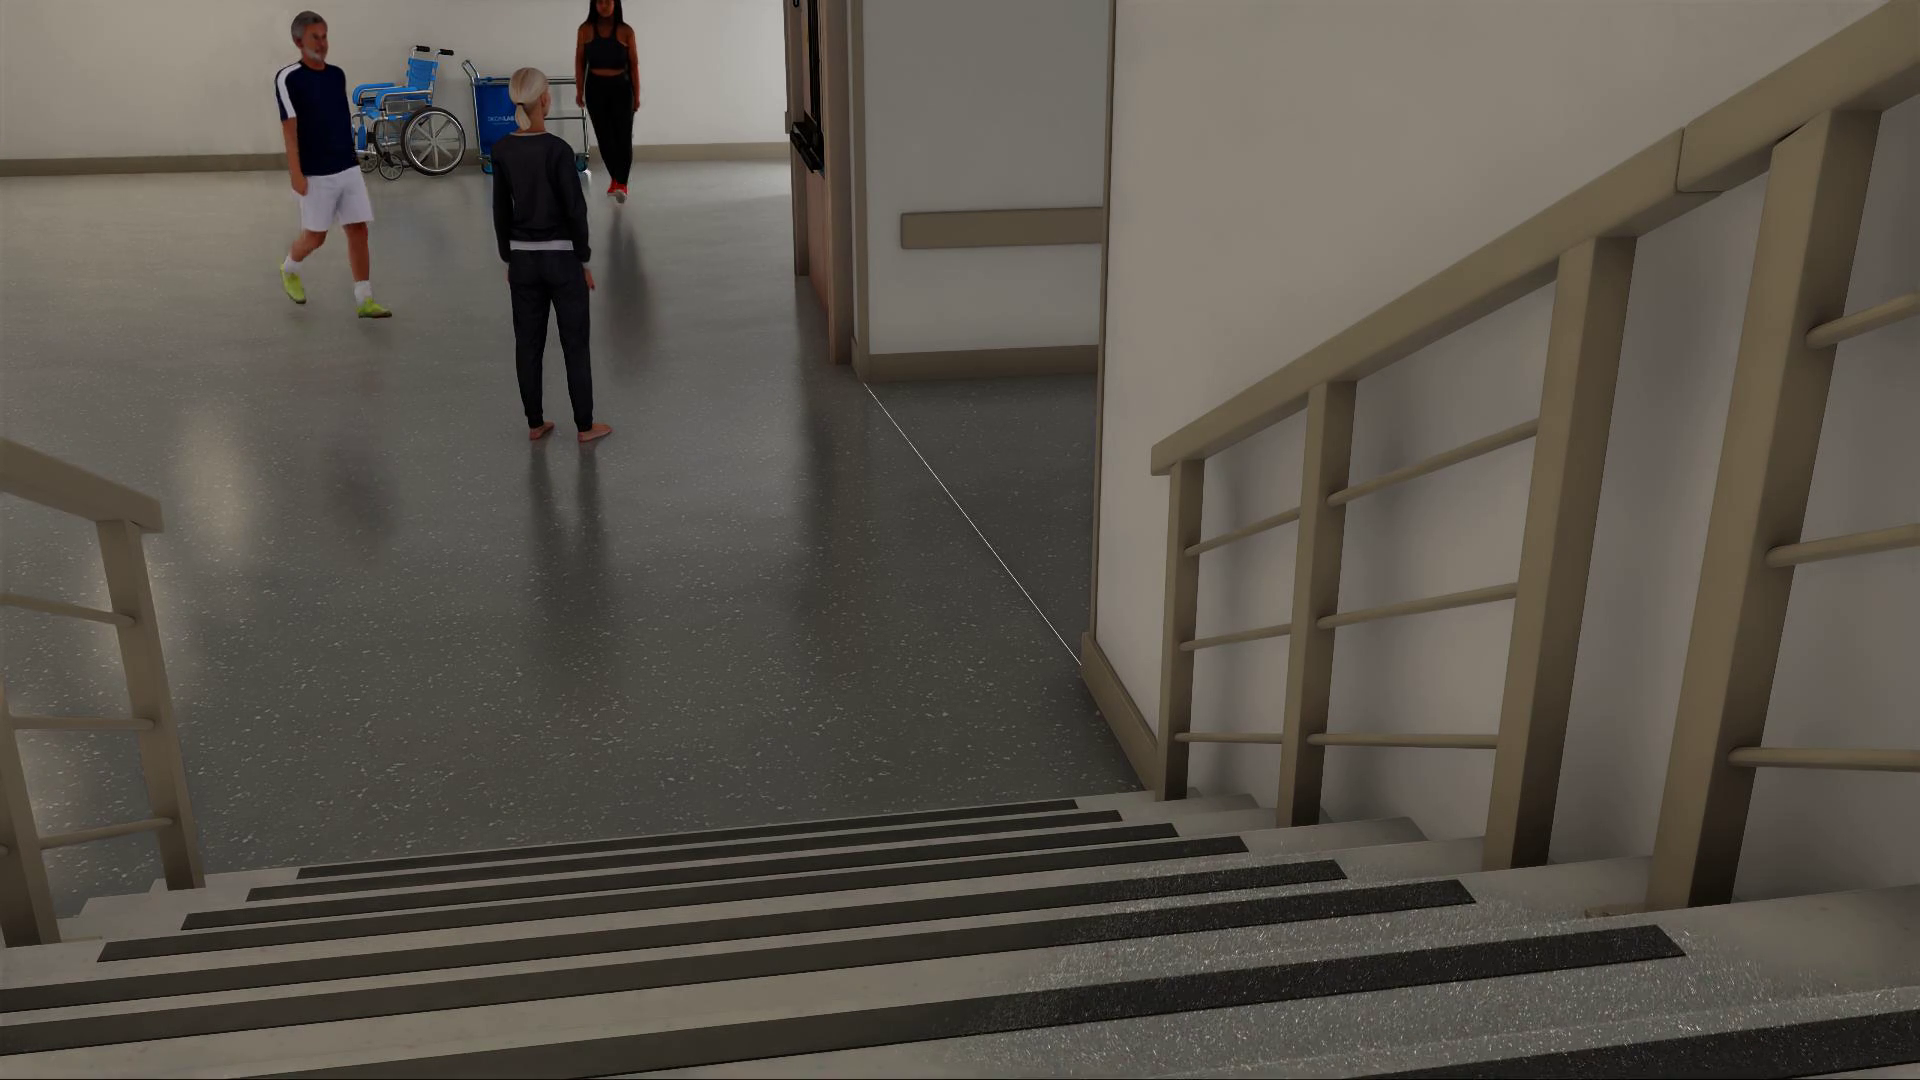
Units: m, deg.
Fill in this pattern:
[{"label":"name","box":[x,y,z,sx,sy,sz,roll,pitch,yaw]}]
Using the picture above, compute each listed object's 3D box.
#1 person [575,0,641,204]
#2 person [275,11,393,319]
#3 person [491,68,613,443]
[{"label":"person","box":[-2.986,-3.777,14.192,0.793,1.762,1.242,0,21,-1]},{"label":"person","box":[-3.882,-2.239,10.058,1.153,1.813,1.111,13,24,30]},{"label":"person","box":[-1.927,-1.315,7.742,0.666,1.727,0.644,4,21,11]}]
